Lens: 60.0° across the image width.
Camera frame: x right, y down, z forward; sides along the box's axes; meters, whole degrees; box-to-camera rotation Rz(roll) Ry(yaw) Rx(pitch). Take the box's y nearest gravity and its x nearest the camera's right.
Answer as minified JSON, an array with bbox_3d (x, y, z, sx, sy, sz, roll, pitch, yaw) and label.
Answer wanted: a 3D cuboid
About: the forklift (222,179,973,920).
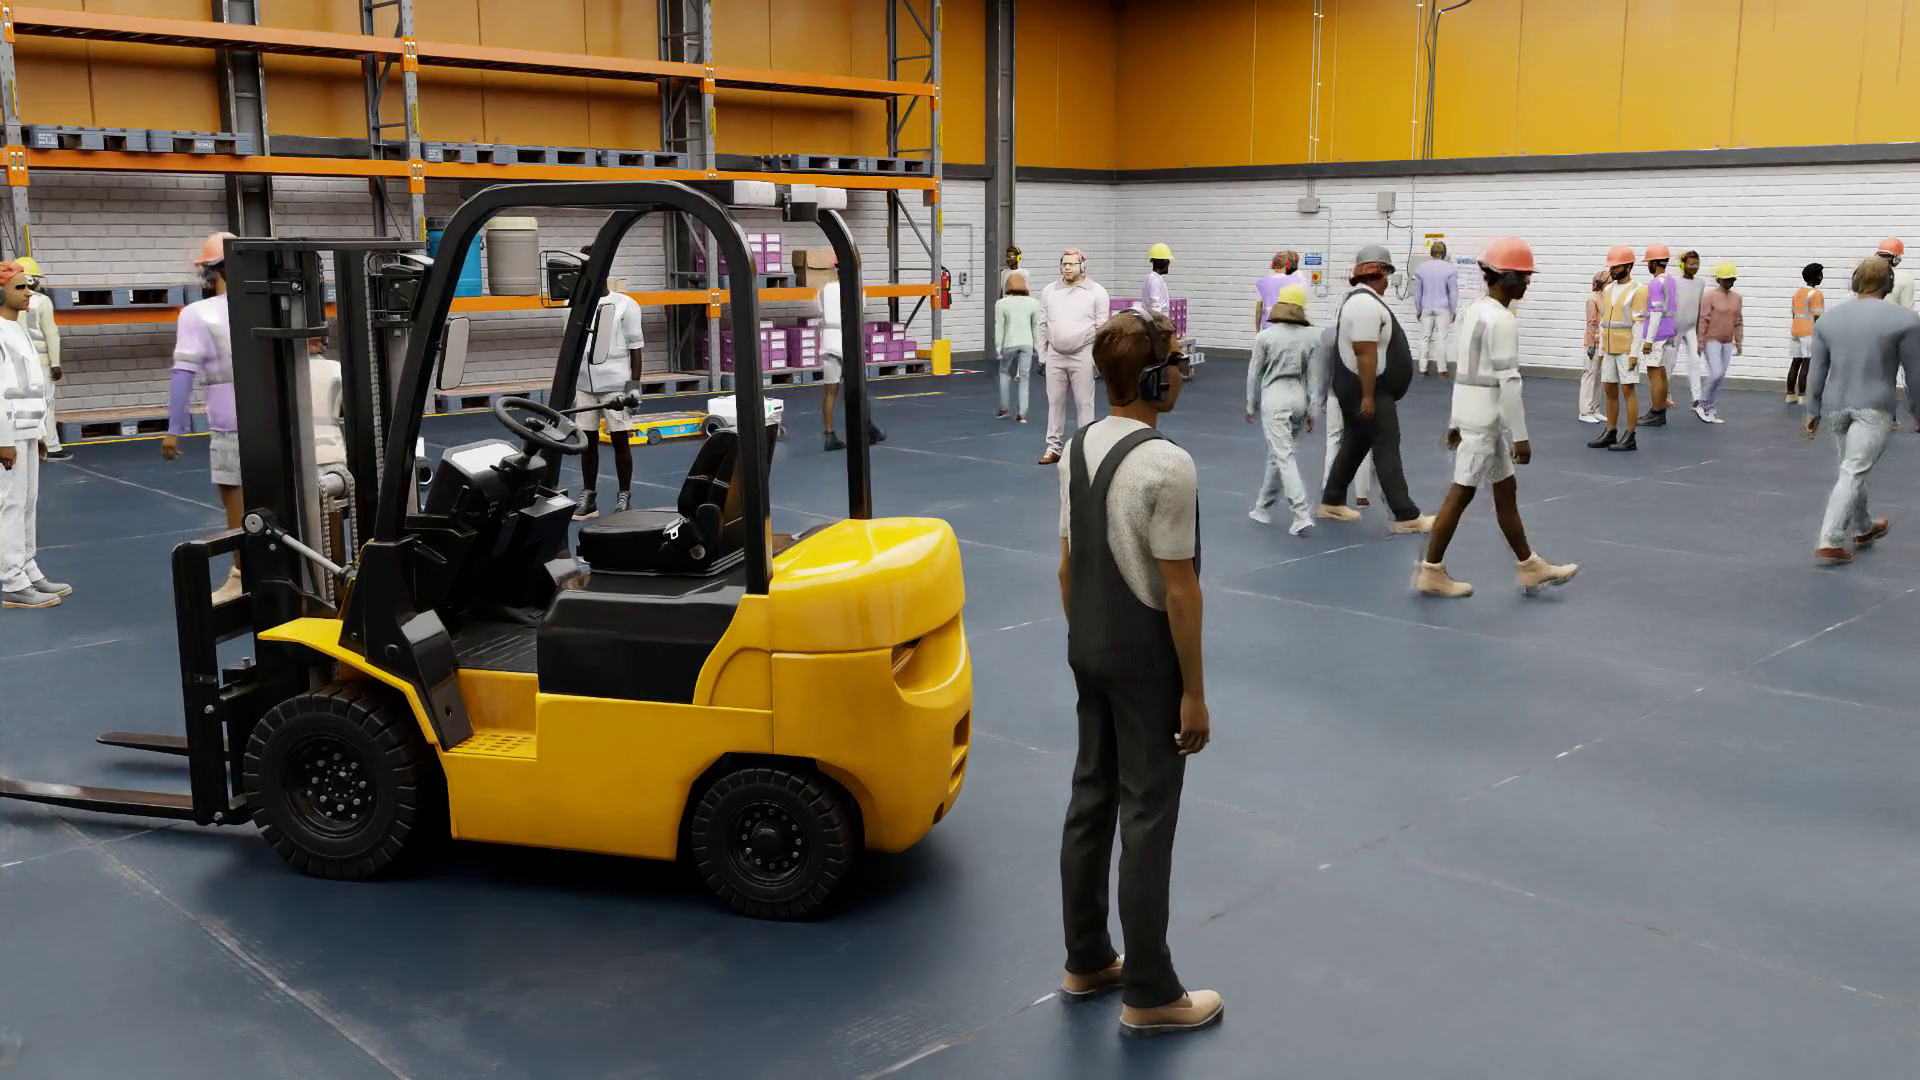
[{"bbox_3d":[-1.114,-0.058,5.440,2.313,2.155,1.214,2,11,13],"label":"forklift"}]

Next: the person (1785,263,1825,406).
[{"bbox_3d":[10.062,-2.434,19.753,0.315,1.696,0.541,0,10,-2],"label":"person"}]

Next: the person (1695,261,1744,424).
[{"bbox_3d":[8.156,-2.106,17.836,0.543,1.734,0.397,-4,11,-20],"label":"person"}]

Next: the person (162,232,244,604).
[{"bbox_3d":[-4.000,-0.651,9.128,0.444,2.038,0.729,7,12,32],"label":"person"}]

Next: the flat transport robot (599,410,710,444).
[{"bbox_3d":[-2.965,-1.127,16.518,0.652,0.197,1.431,10,14,42],"label":"flat transport robot"}]

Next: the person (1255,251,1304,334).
[{"bbox_3d":[3.732,-2.427,19.400,0.591,1.843,0.500,5,11,24],"label":"person"}]

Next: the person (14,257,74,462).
[{"bbox_3d":[-8.320,-1.607,14.897,0.592,1.825,0.404,1,10,8],"label":"person"}]

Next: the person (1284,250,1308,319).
[{"bbox_3d":[4.052,-2.646,20.527,0.429,1.834,0.652,-1,10,-8],"label":"person"}]

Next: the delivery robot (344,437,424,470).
[{"bbox_3d":[-4.557,-0.675,13.026,0.477,0.478,0.707,6,12,31],"label":"delivery robot"}]

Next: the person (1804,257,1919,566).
[{"bbox_3d":[5.663,-0.805,10.374,1.038,1.881,0.641,-6,12,-32],"label":"person"}]

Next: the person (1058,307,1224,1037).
[{"bbox_3d":[0.448,0.337,4.238,0.345,1.847,0.508,-7,12,-32],"label":"person"}]

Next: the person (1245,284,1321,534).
[{"bbox_3d":[2.253,-0.906,11.436,0.486,1.690,0.903,-4,11,-19],"label":"person"}]

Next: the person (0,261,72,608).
[{"bbox_3d":[-5.157,-0.573,9.099,0.354,1.883,0.573,-3,11,-14],"label":"person"}]

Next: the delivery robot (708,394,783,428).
[{"bbox_3d":[-2.100,-1.277,16.304,0.707,0.478,0.477,4,11,18],"label":"delivery robot"}]

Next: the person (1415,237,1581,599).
[{"bbox_3d":[3.025,-0.647,9.161,0.996,1.999,0.633,1,10,6],"label":"person"}]

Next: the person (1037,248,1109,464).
[{"bbox_3d":[0.974,-1.603,14.651,0.642,1.909,0.410,4,11,20],"label":"person"}]

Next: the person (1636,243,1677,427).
[{"bbox_3d":[7.376,-2.171,17.674,0.374,1.934,0.548,8,13,38],"label":"person"}]

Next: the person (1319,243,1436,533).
[{"bbox_3d":[2.917,-1.097,11.526,0.767,2.000,0.728,2,11,9],"label":"person"}]

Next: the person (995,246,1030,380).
[{"bbox_3d":[0.738,-3.173,23.316,0.513,1.872,0.328,7,13,35],"label":"person"}]

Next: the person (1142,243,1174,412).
[{"bbox_3d":[2.266,-2.435,19.129,0.367,1.927,0.594,0,10,2],"label":"person"}]

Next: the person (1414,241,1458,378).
[{"bbox_3d":[6.761,-3.266,23.632,0.631,1.940,0.372,7,13,35],"label":"person"}]

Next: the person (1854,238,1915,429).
[{"bbox_3d":[9.649,-2.151,17.399,0.377,1.995,0.608,-8,13,-39],"label":"person"}]

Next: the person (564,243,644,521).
[{"bbox_3d":[-2.533,-1.103,11.760,0.603,1.966,0.372,3,11,15],"label":"person"}]

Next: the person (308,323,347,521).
[{"bbox_3d":[-3.477,-0.406,8.961,0.523,1.601,0.548,-3,11,-18],"label":"person"}]

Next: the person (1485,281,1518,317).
[{"bbox_3d":[7.456,-3.094,22.959,0.624,1.845,0.430,-8,13,-37],"label":"person"}]

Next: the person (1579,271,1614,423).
[{"bbox_3d":[6.925,-2.092,18.046,0.306,1.639,0.523,9,14,41],"label":"person"}]

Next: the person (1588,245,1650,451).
[{"bbox_3d":[6.195,-1.800,15.670,0.380,1.929,0.540,-4,11,-22],"label":"person"}]

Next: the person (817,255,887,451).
[{"bbox_3d":[-1.055,-1.821,15.851,0.560,1.894,0.919,6,12,30],"label":"person"}]

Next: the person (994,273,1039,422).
[{"bbox_3d":[0.610,-2.105,18.182,0.513,1.612,0.641,-2,11,-8],"label":"person"}]

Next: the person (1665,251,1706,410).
[{"bbox_3d":[8.424,-2.410,19.245,0.553,1.829,0.897,-2,11,-10],"label":"person"}]

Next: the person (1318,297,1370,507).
[{"bbox_3d":[2.925,-1.055,12.430,0.502,1.626,0.279,3,11,13],"label":"person"}]
